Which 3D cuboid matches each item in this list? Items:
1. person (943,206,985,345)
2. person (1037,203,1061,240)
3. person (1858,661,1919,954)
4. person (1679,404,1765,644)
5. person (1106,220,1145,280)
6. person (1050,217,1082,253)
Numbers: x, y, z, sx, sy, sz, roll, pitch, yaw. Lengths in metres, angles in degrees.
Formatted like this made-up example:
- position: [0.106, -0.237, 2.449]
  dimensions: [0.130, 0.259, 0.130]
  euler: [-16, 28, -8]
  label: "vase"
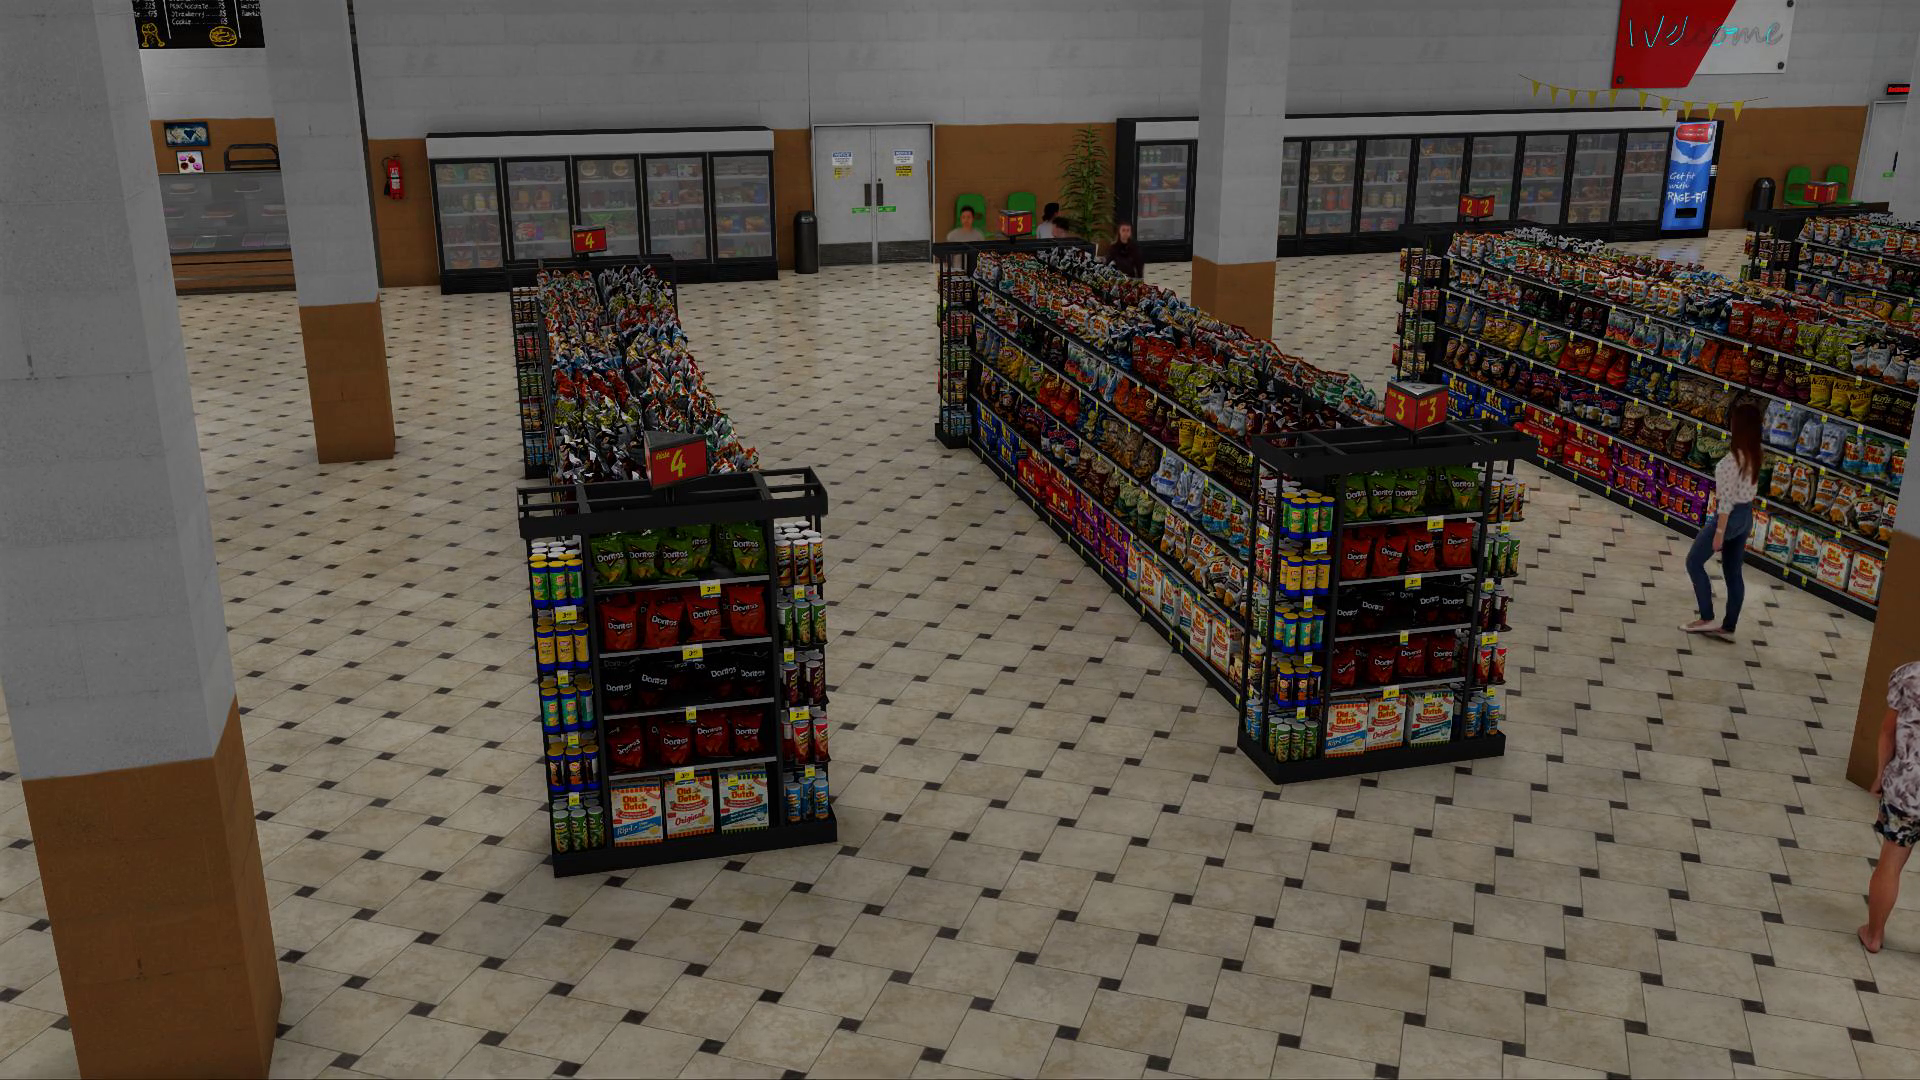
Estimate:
- position: [0.076, -3.379, 21.293]
  dimensions: [0.875, 1.790, 0.954]
  euler: [5, 19, 15]
  label: "person"
- position: [1.214, -3.592, 22.006]
  dimensions: [0.663, 1.737, 0.771]
  euler: [17, 25, 40]
  label: "person"
- position: [4.589, 1.147, 7.828]
  dimensions: [0.727, 1.816, 0.807]
  euler: [12, 22, 33]
  label: "person"
- position: [5.475, -0.089, 11.643]
  dimensions: [0.707, 1.721, 0.723]
  euler: [-13, 23, -35]
  label: "person"
- position: [2.027, -3.123, 20.747]
  dimensions: [0.735, 1.653, 1.111]
  euler: [-2, 19, -7]
  label: "person"
- position: [1.298, -2.954, 20.008]
  dimensions: [0.903, 1.805, 1.128]
  euler: [-11, 21, -28]
  label: "person"
